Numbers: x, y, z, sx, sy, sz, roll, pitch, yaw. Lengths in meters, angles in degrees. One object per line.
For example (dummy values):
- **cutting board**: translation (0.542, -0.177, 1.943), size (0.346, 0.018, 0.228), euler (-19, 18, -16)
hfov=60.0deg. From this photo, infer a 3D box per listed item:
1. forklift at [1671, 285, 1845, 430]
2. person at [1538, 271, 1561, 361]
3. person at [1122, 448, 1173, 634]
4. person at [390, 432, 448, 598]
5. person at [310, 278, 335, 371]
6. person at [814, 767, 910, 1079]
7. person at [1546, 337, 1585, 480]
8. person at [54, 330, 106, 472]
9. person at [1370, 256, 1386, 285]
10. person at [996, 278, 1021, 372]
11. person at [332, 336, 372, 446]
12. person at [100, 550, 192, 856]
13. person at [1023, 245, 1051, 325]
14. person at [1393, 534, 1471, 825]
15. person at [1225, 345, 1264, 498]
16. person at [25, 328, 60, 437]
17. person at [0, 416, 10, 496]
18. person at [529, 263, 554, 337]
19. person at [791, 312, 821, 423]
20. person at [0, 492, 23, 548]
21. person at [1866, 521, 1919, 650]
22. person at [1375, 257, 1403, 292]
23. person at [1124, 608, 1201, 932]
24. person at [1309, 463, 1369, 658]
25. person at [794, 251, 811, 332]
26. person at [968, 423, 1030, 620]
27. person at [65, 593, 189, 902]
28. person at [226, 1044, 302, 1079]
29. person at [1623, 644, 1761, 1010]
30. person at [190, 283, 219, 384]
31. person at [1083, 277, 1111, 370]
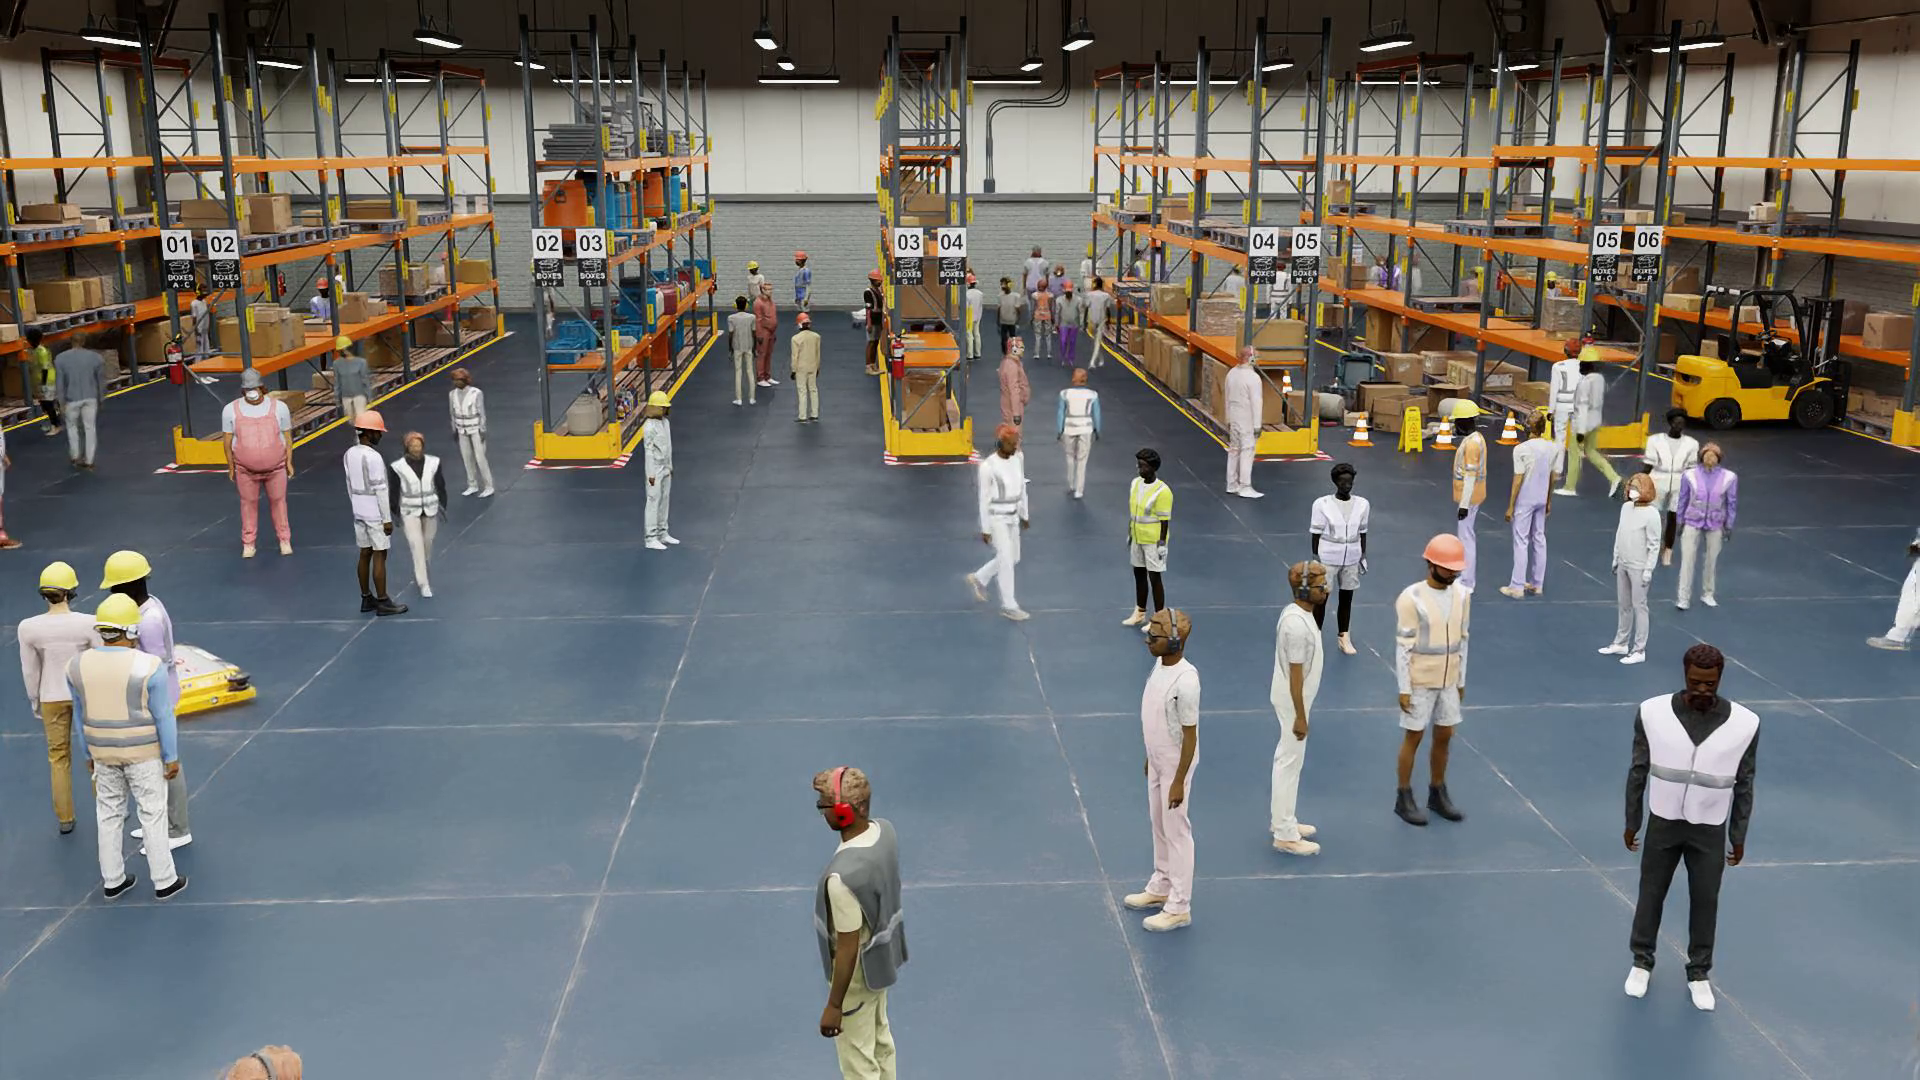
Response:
- **forklift**: translation (12.503, -2.886, 26.166), size (2.313, 2.155, 1.214), euler (-1, 13, -3)
- **person**: translation (12.077, -4.594, 34.174), size (0.590, 1.835, 0.404), euler (-3, 14, -11)
- **person**: translation (1.703, 0.000, 15.030), size (0.320, 1.691, 0.539), euler (-8, 15, -31)
- **person**: translation (-5.355, -0.293, 16.442), size (0.518, 1.610, 0.805), euler (-9, 16, -33)
- **person**: translation (-11.832, -3.924, 31.110), size (0.552, 1.937, 0.356), euler (-4, 14, -16)
- **person**: translation (-0.418, 1.825, 6.971), size (0.390, 1.838, 0.563), euler (3, 14, 14)
- **person**: translation (8.034, -1.730, 21.932), size (0.584, 1.882, 0.337), euler (-2, 13, -6)
- **person**: translation (-11.971, -1.906, 22.640), size (0.647, 1.900, 0.829), euler (-11, 17, -40)
- **person**: translation (10.707, -6.386, 42.248), size (0.523, 1.592, 0.801), euler (0, 13, -1)
- **person**: translation (0.980, -4.207, 32.560), size (0.594, 1.838, 0.644), euler (6, 15, 24)
- **person**: translation (-8.589, -2.058, 23.635), size (0.555, 1.733, 0.720), euler (1, 13, 4)
- **person**: translation (-5.036, 0.994, 10.311), size (0.372, 1.922, 0.585), euler (-8, 16, -32)
- **person**: translation (1.871, -6.258, 40.780), size (0.682, 2.000, 0.956), euler (2, 13, 7)
- **person**: translation (3.055, 0.899, 10.715), size (0.543, 1.927, 0.398), euler (-5, 14, -22)
- **person**: translation (3.595, -1.490, 20.867), size (0.403, 1.906, 0.652), euler (-6, 15, -24)
- **person**: translation (-13.908, -2.398, 25.219), size (0.408, 1.662, 0.620), euler (-13, 18, -43)
- **person**: translation (-10.885, -0.959, 18.329), size (0.772, 2.000, 0.694), euler (4, 14, 15)
- **person**: translation (-9.668, -5.542, 38.446), size (0.539, 1.702, 0.400), euler (-6, 15, -24)
- **person**: translation (-2.470, -2.746, 26.514), size (0.562, 1.752, 0.324), euler (-12, 18, -42)
- **person**: translation (-10.696, -0.842, 17.977), size (0.688, 1.978, 0.619), euler (-1, 13, -3)
- **person**: translation (8.481, 0.081, 14.345), size (0.880, 1.856, 0.580), euler (7, 15, 28)
- **person**: translation (10.056, -5.748, 39.076), size (0.626, 1.837, 0.428), euler (4, 14, 18)
- **person**: translation (1.155, 1.271, 9.303), size (0.346, 1.846, 0.506), euler (-3, 14, -13)
- **person**: translation (3.251, 0.170, 14.281), size (0.533, 1.697, 0.319), euler (-2, 13, -10)
- **person**: translation (-3.574, -5.493, 37.534), size (0.370, 2.044, 0.608), euler (-7, 15, -28)
- **person**: translation (0.338, -0.196, 15.484), size (0.689, 1.864, 0.635), euler (11, 17, 38)
- **person**: translation (-4.809, 1.206, 9.638), size (0.586, 1.823, 0.404), euler (1, 13, 3)
- **person**: translation (-2.186, 2.359, 5.186), size (0.542, 1.622, 0.515), euler (-11, 17, -39)
- **person**: translation (3.702, 1.433, 8.483), size (0.592, 1.910, 0.378), euler (5, 14, 21)
- **person**: translation (-14.074, -3.832, 30.901), size (0.322, 1.860, 0.504), euler (1, 13, 3)
- **person**: translation (2.711, -4.304, 33.006), size (0.553, 1.814, 0.959), euler (5, 14, 20)
